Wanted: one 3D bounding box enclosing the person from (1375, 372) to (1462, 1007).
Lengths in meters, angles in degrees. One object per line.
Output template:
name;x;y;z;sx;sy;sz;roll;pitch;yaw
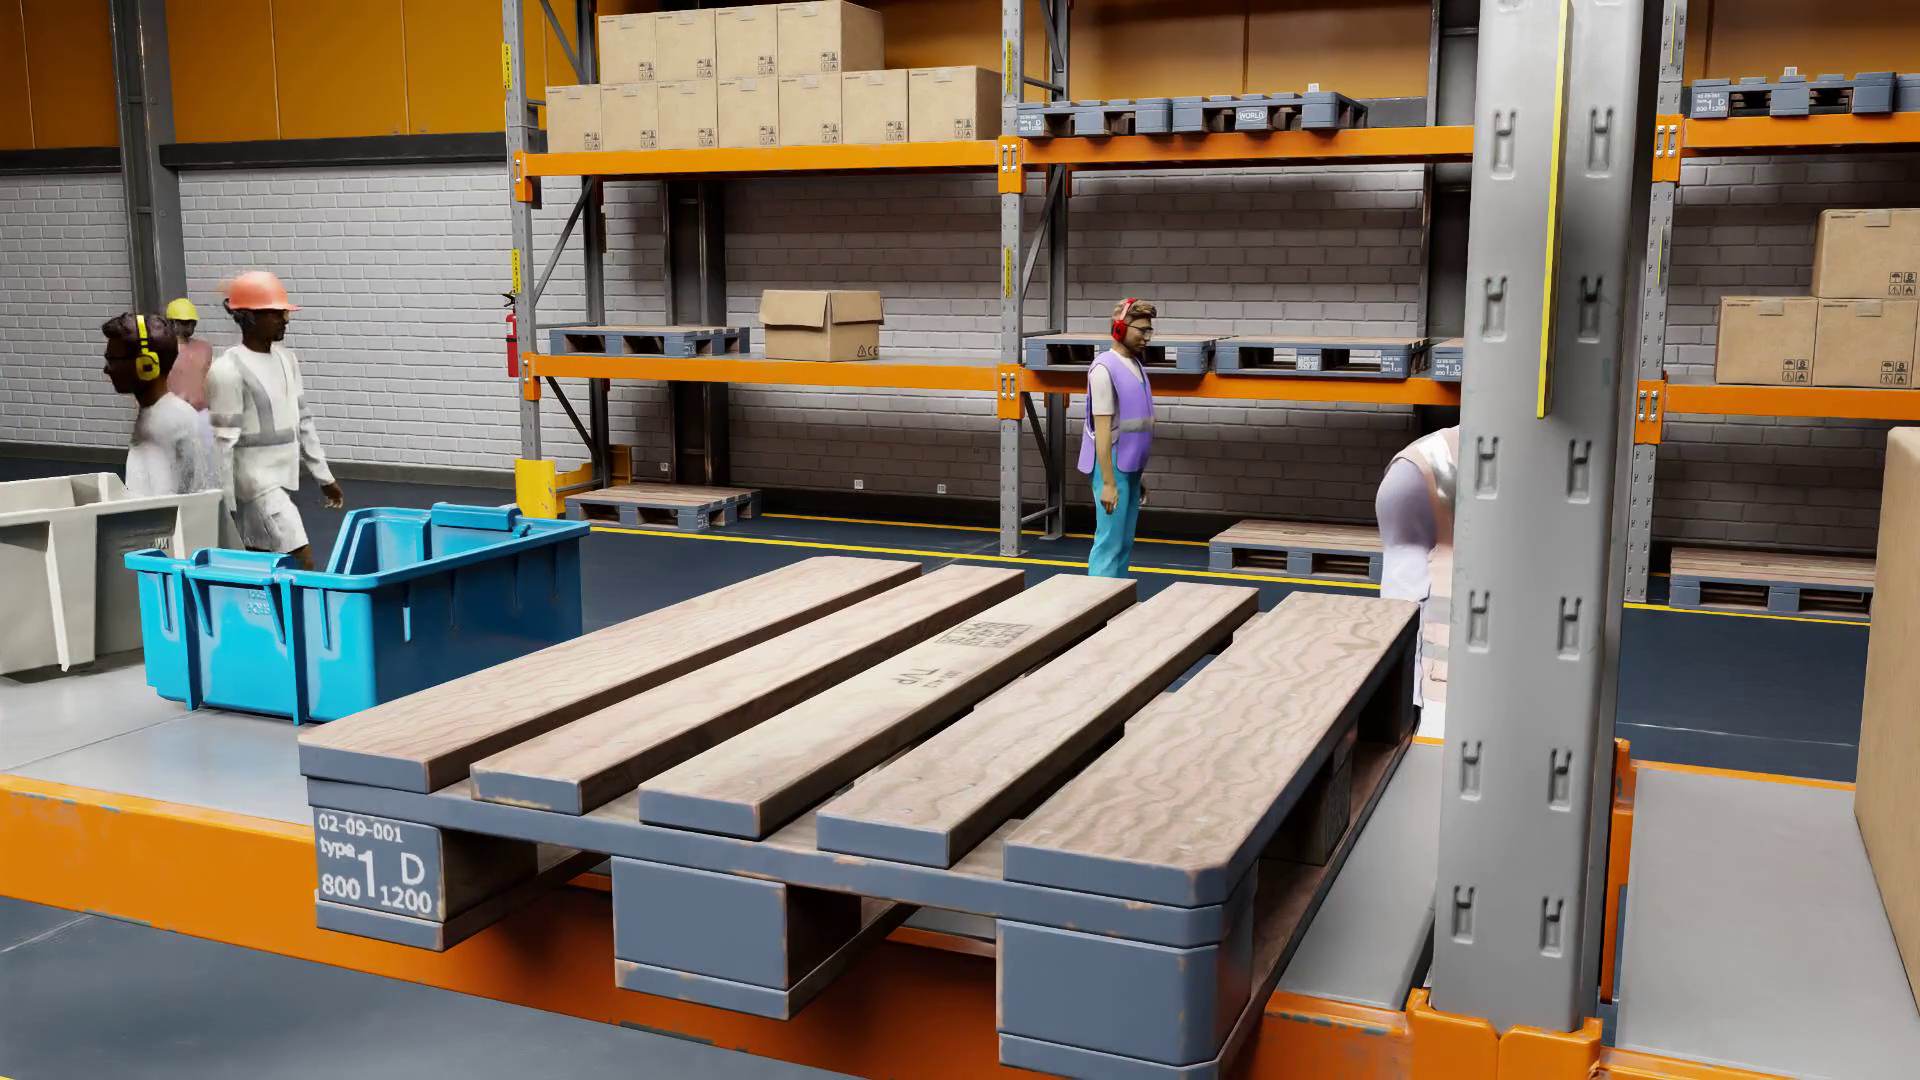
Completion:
person;1.398;0.381;4.385;0.627;1.844;0.429;-3;10;-18

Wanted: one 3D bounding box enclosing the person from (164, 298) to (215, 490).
person;-5.819;-0.952;12.624;0.618;1.742;0.555;6;11;32

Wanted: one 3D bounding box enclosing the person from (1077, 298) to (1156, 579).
person;0.820;-0.326;8.634;0.390;1.838;0.563;4;10;22

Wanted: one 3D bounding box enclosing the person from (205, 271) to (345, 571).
person;-3.343;-0.296;8.042;1.029;1.995;0.613;0;9;2

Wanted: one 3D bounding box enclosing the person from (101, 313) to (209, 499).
person;-2.754;0.125;5.887;0.677;1.850;0.539;-3;10;-17
